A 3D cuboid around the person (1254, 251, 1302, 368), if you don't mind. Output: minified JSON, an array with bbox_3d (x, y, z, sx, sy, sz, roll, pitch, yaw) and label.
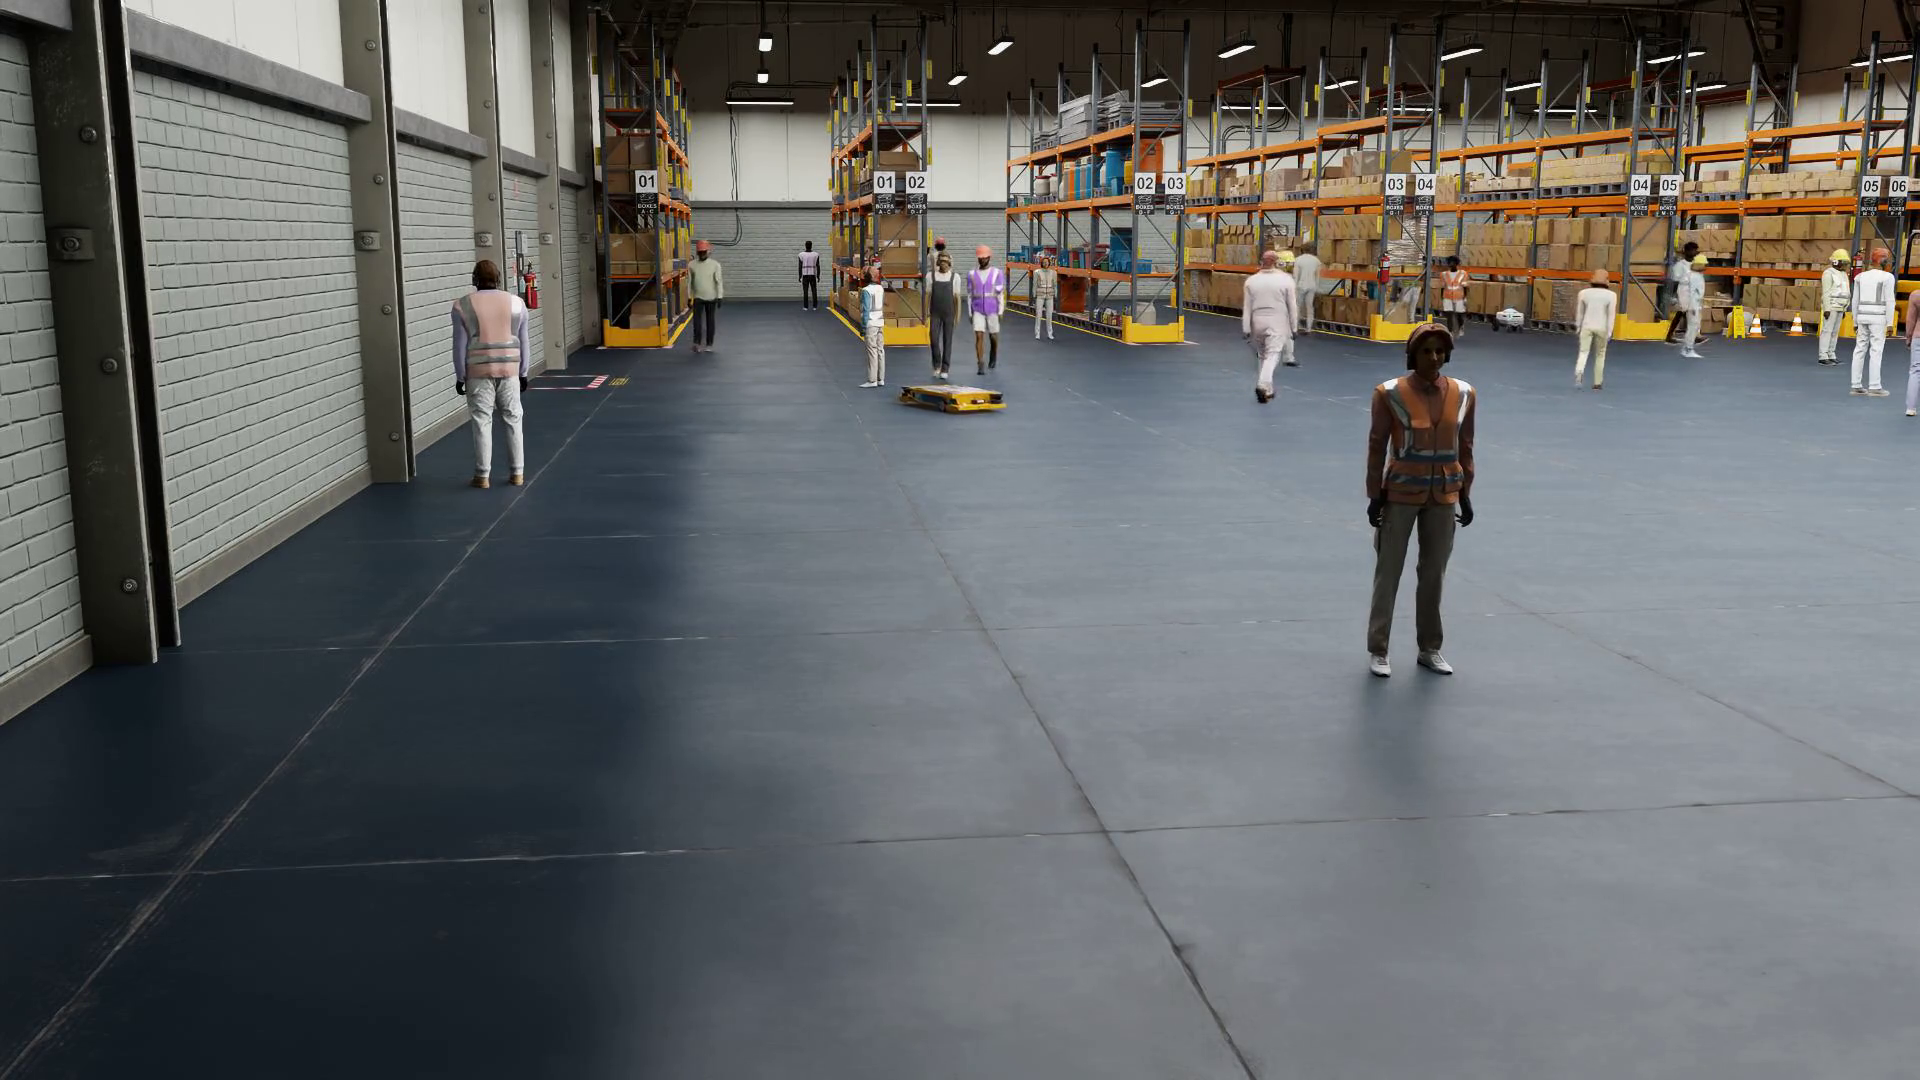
[{"bbox_3d":[4.964,-3.566,25.748,0.687,1.813,0.603,8,13,39],"label":"person"}]

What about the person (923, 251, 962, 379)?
[{"bbox_3d":[-0.252,-3.179,23.607,0.550,1.825,0.661,0,10,2],"label":"person"}]

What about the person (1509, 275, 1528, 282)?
[{"bbox_3d":[14.919,-6.968,44.288,0.573,1.866,0.380,8,13,38],"label":"person"}]

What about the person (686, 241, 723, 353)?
[{"bbox_3d":[-4.477,-4.235,29.059,0.651,1.942,0.995,0,10,0],"label":"person"}]

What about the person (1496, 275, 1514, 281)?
[{"bbox_3d":[15.485,-7.609,47.446,0.621,1.999,1.027,-1,10,-4],"label":"person"}]

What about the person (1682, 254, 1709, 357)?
[{"bbox_3d":[12.444,-3.957,28.127,0.309,1.749,0.493,8,13,38],"label":"person"}]

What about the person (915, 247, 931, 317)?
[{"bbox_3d":[-0.847,-6.387,41.182,0.527,1.841,0.909,-3,11,-14],"label":"person"}]

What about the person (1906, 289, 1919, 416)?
[{"bbox_3d":[10.929,-2.254,18.724,0.337,1.761,0.526,-9,14,-41],"label":"person"}]

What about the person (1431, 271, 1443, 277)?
[{"bbox_3d":[14.286,-7.947,49.640,0.876,1.880,0.653,-2,11,-10],"label":"person"}]

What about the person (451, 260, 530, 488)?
[{"bbox_3d":[-3.803,-1.341,13.495,0.627,1.844,0.429,-6,12,-31],"label":"person"}]

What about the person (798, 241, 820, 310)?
[{"bbox_3d":[-4.177,-7.322,46.074,0.594,1.915,0.373,-2,11,-11],"label":"person"}]

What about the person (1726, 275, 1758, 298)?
[{"bbox_3d":[19.699,-6.613,41.845,0.694,2.000,0.996,1,10,7],"label":"person"}]

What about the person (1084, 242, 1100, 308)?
[{"bbox_3d":[3.670,-7.654,47.923,0.860,1.912,0.641,7,12,34],"label":"person"}]

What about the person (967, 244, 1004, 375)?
[{"bbox_3d":[0.376,-3.418,24.664,0.547,1.924,0.629,1,10,6],"label":"person"}]

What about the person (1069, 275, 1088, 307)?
[{"bbox_3d":[3.324,-7.454,47.378,0.779,1.701,0.568,9,14,41],"label":"person"}]

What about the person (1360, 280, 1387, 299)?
[{"bbox_3d":[9.807,-6.042,39.395,0.565,1.798,0.919,7,13,35],"label":"person"}]

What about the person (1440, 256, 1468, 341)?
[{"bbox_3d":[9.666,-4.727,32.537,0.553,1.666,0.556,5,12,26],"label":"person"}]

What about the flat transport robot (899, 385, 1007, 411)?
[{"bbox_3d":[-0.098,-1.695,19.738,0.652,0.197,1.431,-6,12,-30],"label":"flat transport robot"}]

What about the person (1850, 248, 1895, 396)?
[{"bbox_3d":[11.669,-2.779,21.249,0.355,1.887,0.573,-4,11,-22],"label":"person"}]

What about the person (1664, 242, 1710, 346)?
[{"bbox_3d":[13.564,-4.555,30.880,0.626,1.912,0.985,-8,13,-36],"label":"person"}]

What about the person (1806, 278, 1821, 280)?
[{"bbox_3d":[19.783,-5.929,38.268,0.604,1.986,0.406,1,10,4],"label":"person"}]

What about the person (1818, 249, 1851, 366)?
[{"bbox_3d":[13.836,-3.673,26.294,0.590,1.836,0.404,-8,13,-38],"label":"person"}]

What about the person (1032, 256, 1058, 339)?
[{"bbox_3d":[1.686,-4.805,33.057,0.540,1.638,0.315,-2,11,-12],"label":"person"}]

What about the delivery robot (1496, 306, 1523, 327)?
[{"bbox_3d":[11.725,-4.753,35.470,0.477,0.478,0.707,-1,10,-5],"label":"delivery robot"}]

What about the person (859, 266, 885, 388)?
[{"bbox_3d":[-1.181,-2.872,22.437,0.308,1.641,0.511,5,11,23],"label":"person"}]

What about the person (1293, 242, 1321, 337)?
[{"bbox_3d":[7.016,-5.119,34.010,0.656,1.907,0.845,-3,11,-17],"label":"person"}]

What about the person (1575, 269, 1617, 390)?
[{"bbox_3d":[8.358,-2.766,21.936,0.504,1.618,0.651,7,12,33],"label":"person"}]

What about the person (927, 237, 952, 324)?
[{"bbox_3d":[-0.472,-5.987,38.448,0.609,2.031,0.572,-1,10,-5],"label":"person"}]

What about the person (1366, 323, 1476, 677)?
[{"bbox_3d":[2.125,-0.181,7.688,0.523,1.638,0.310,-1,10,-8],"label":"person"}]

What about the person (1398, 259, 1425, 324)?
[{"bbox_3d":[10.323,-5.797,37.975,0.648,1.823,0.435,-4,11,-20],"label":"person"}]

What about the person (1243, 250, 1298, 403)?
[{"bbox_3d":[3.805,-2.638,20.543,0.642,1.872,0.917,6,12,31],"label":"person"}]
